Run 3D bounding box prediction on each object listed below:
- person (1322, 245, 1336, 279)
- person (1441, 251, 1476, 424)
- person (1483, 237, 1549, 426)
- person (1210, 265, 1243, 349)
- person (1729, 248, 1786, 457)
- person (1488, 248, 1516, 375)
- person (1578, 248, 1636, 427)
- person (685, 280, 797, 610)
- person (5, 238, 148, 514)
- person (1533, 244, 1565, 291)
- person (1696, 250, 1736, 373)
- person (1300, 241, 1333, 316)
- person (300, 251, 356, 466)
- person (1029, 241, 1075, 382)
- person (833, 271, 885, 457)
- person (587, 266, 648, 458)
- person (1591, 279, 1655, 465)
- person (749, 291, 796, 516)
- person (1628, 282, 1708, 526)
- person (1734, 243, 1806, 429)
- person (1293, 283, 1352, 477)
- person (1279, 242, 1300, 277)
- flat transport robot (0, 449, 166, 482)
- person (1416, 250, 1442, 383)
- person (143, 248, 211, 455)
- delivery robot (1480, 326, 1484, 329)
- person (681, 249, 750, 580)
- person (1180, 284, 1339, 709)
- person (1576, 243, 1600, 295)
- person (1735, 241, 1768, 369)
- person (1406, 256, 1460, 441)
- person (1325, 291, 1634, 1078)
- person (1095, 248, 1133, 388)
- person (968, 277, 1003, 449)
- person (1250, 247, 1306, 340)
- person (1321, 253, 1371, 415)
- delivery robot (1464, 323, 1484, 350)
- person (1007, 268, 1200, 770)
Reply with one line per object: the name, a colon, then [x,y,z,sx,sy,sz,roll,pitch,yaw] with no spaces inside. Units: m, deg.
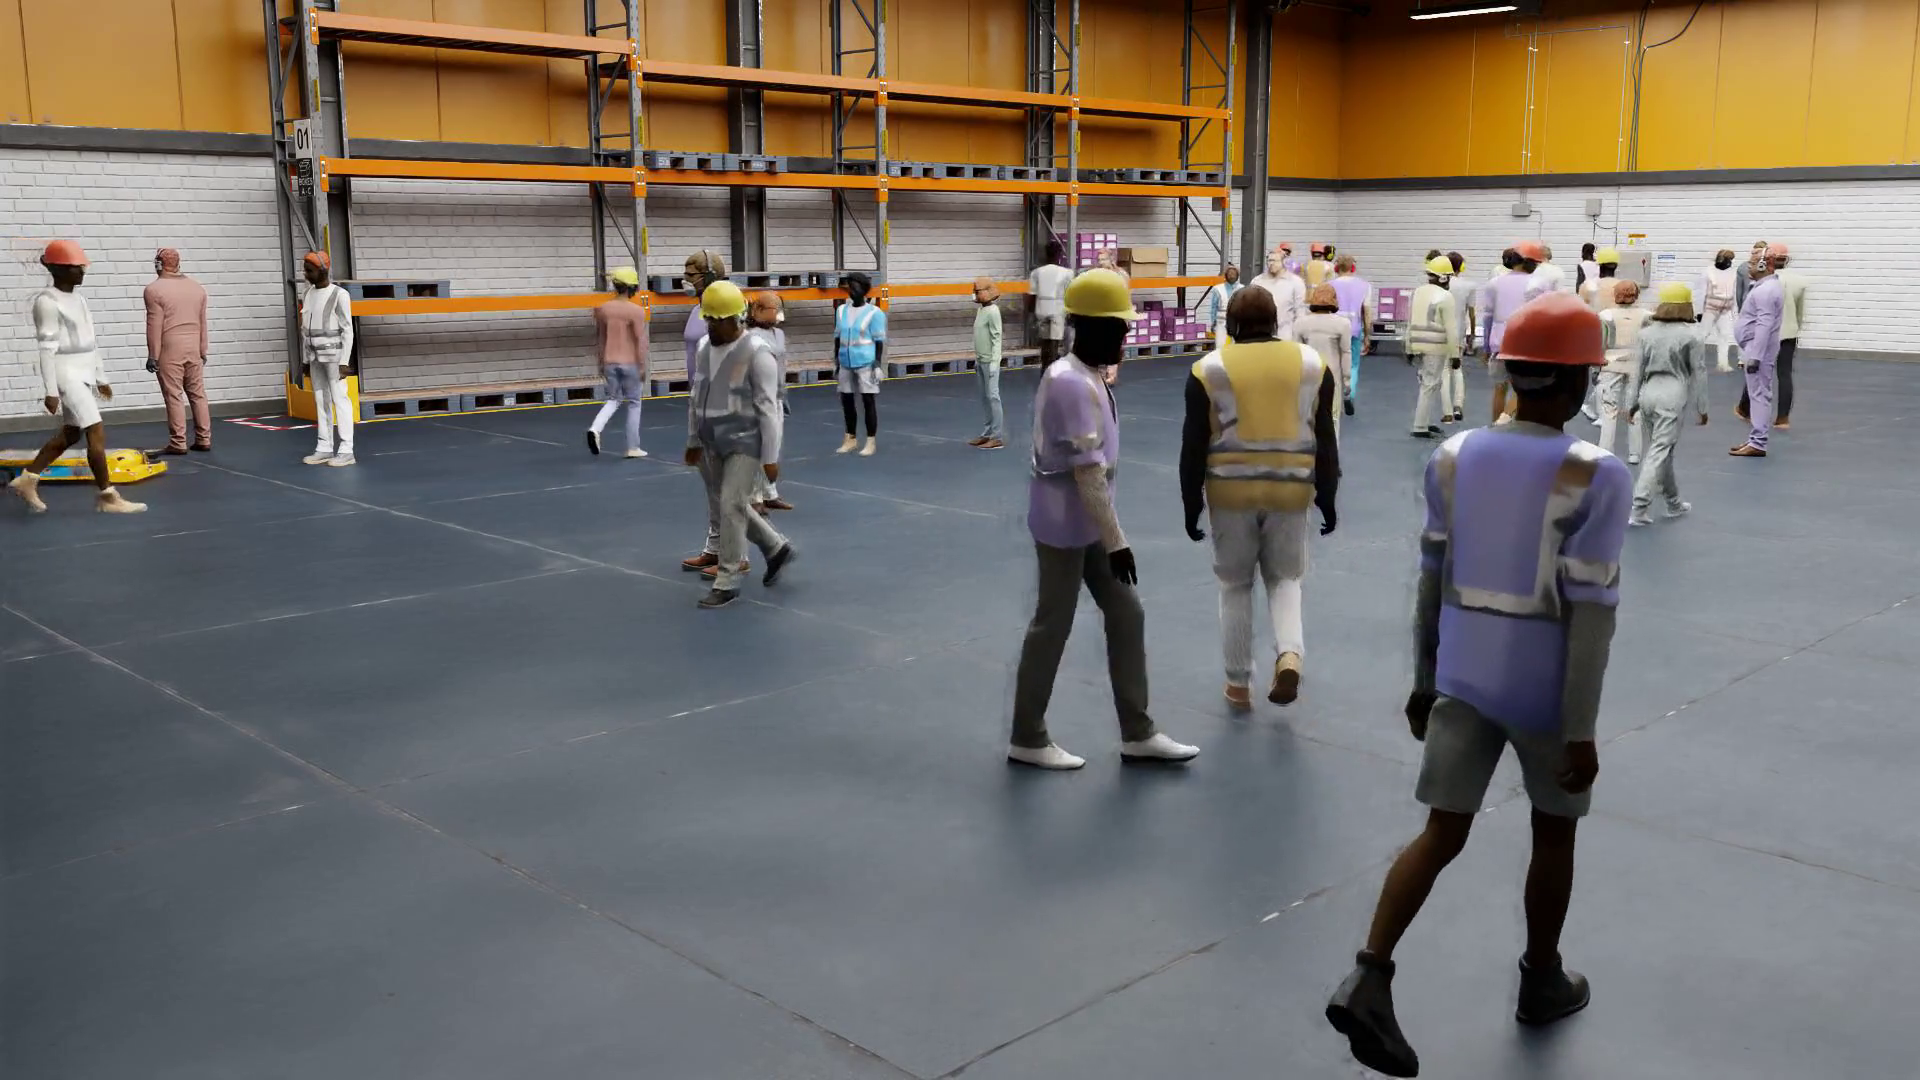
person: [6.362,-4.213,29.036,0.547,1.846,0.565,7,13,34]
person: [5.299,-2.185,17.986,0.502,1.844,0.518,1,10,5]
person: [5.087,-1.782,15.366,0.632,2.012,0.682,9,14,40]
person: [3.641,-2.889,22.451,0.544,1.615,0.640,3,11,14]
person: [7.315,-1.718,15.280,0.399,1.909,0.642,6,12,29]
person: [7.888,-3.282,23.985,0.634,1.841,0.429,-6,12,-29]
person: [6.862,-2.168,17.820,0.607,1.876,1.004,-1,10,-3]
person: [-1.194,-0.542,9.191,0.641,1.791,0.720,9,14,41]
person: [-6.492,-1.168,12.018,0.960,2.019,0.614,-1,10,-7]
person: [7.711,-2.988,22.205,0.821,1.907,0.655,-8,13,-39]
person: [11.169,-3.352,24.455,0.670,1.801,0.812,-2,11,-11]
person: [5.921,-4.009,27.737,0.551,1.918,0.471,2,11,13]
person: [-5.581,-1.591,14.641,0.573,1.887,0.354,6,12,30]
person: [1.272,-3.043,22.418,0.621,1.938,0.688,5,12,27]
person: [-0.938,-1.618,15.305,0.534,1.697,0.319,6,12,30]
person: [-3.072,-1.584,14.956,0.544,1.746,0.583,5,11,25]
person: [5.849,-1.476,14.696,0.517,1.636,0.314,1,10,7]
person: [-1.398,-0.994,12.131,0.301,1.626,0.536,3,11,18]
person: [4.985,-0.958,11.702,0.897,1.691,0.500,-7,13,-35]
person: [8.651,-2.181,17.719,0.620,1.930,1.046,1,10,8]
person: [3.024,-1.328,13.932,0.505,1.628,0.276,6,12,29]
person: [5.703,-4.291,29.296,0.561,1.904,0.579,1,10,5]
flat transport robot: [-7.421,-0.612,13.712,1.431,0.197,0.652,-1,10,-5]
person: [6.281,-2.955,22.256,0.549,1.816,0.966,-1,10,-8]
person: [-7.271,-1.741,15.403,0.401,1.906,0.649,5,11,24]
delivery robot: [8.945,-3.452,28.165,0.707,0.478,0.477,3,11,17]
person: [-1.447,-0.735,9.832,0.354,1.937,0.635,-5,12,-27]
person: [1.261,-0.163,7.032,0.665,1.820,0.523,0,10,-1]
person: [10.790,-4.135,28.476,0.601,1.895,0.644,-7,13,-34]
person: [11.974,-3.516,25.000,0.379,1.938,0.640,-8,13,-38]
person: [4.729,-1.882,16.408,0.611,1.811,0.627,-4,11,-21]
person: [1.270,0.356,4.028,0.928,1.903,0.553,-9,14,-40]
person: [1.975,-2.964,22.271,0.691,1.859,1.015,2,11,12]
person: [0.251,-1.683,15.832,0.268,1.631,0.507,-3,11,-17]
person: [3.517,-2.304,18.526,0.649,1.889,0.616,6,12,31]
person: [4.233,-2.252,18.385,0.580,1.828,0.438,2,11,11]
delivery robot: [8.624,-3.385,27.799,0.707,0.478,0.477,7,12,32]
person: [0.556,-0.045,6.182,0.839,1.893,0.594,3,11,17]
